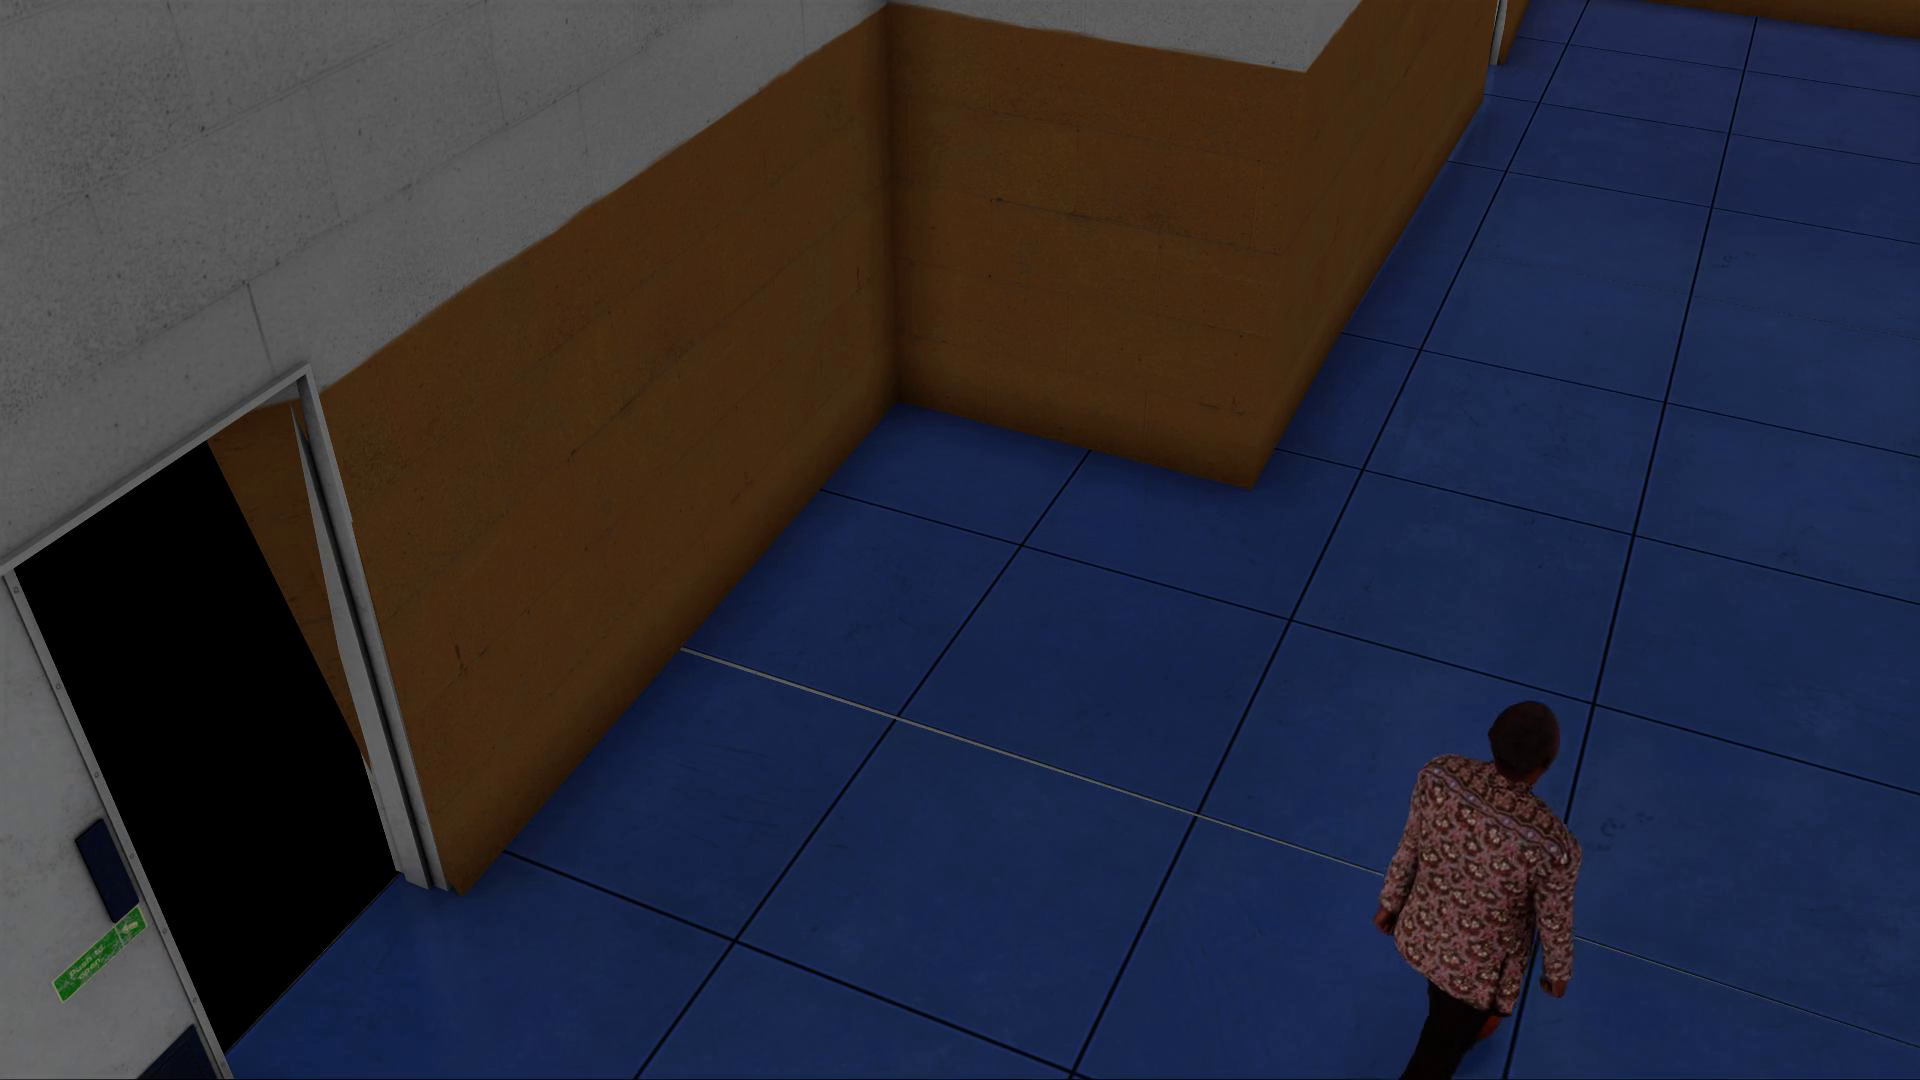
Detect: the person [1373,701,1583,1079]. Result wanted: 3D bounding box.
[{"bbox_3d":[1.448,1.247,4.928,1.106,1.763,1.213,-26,44,-31],"label":"person"}]
